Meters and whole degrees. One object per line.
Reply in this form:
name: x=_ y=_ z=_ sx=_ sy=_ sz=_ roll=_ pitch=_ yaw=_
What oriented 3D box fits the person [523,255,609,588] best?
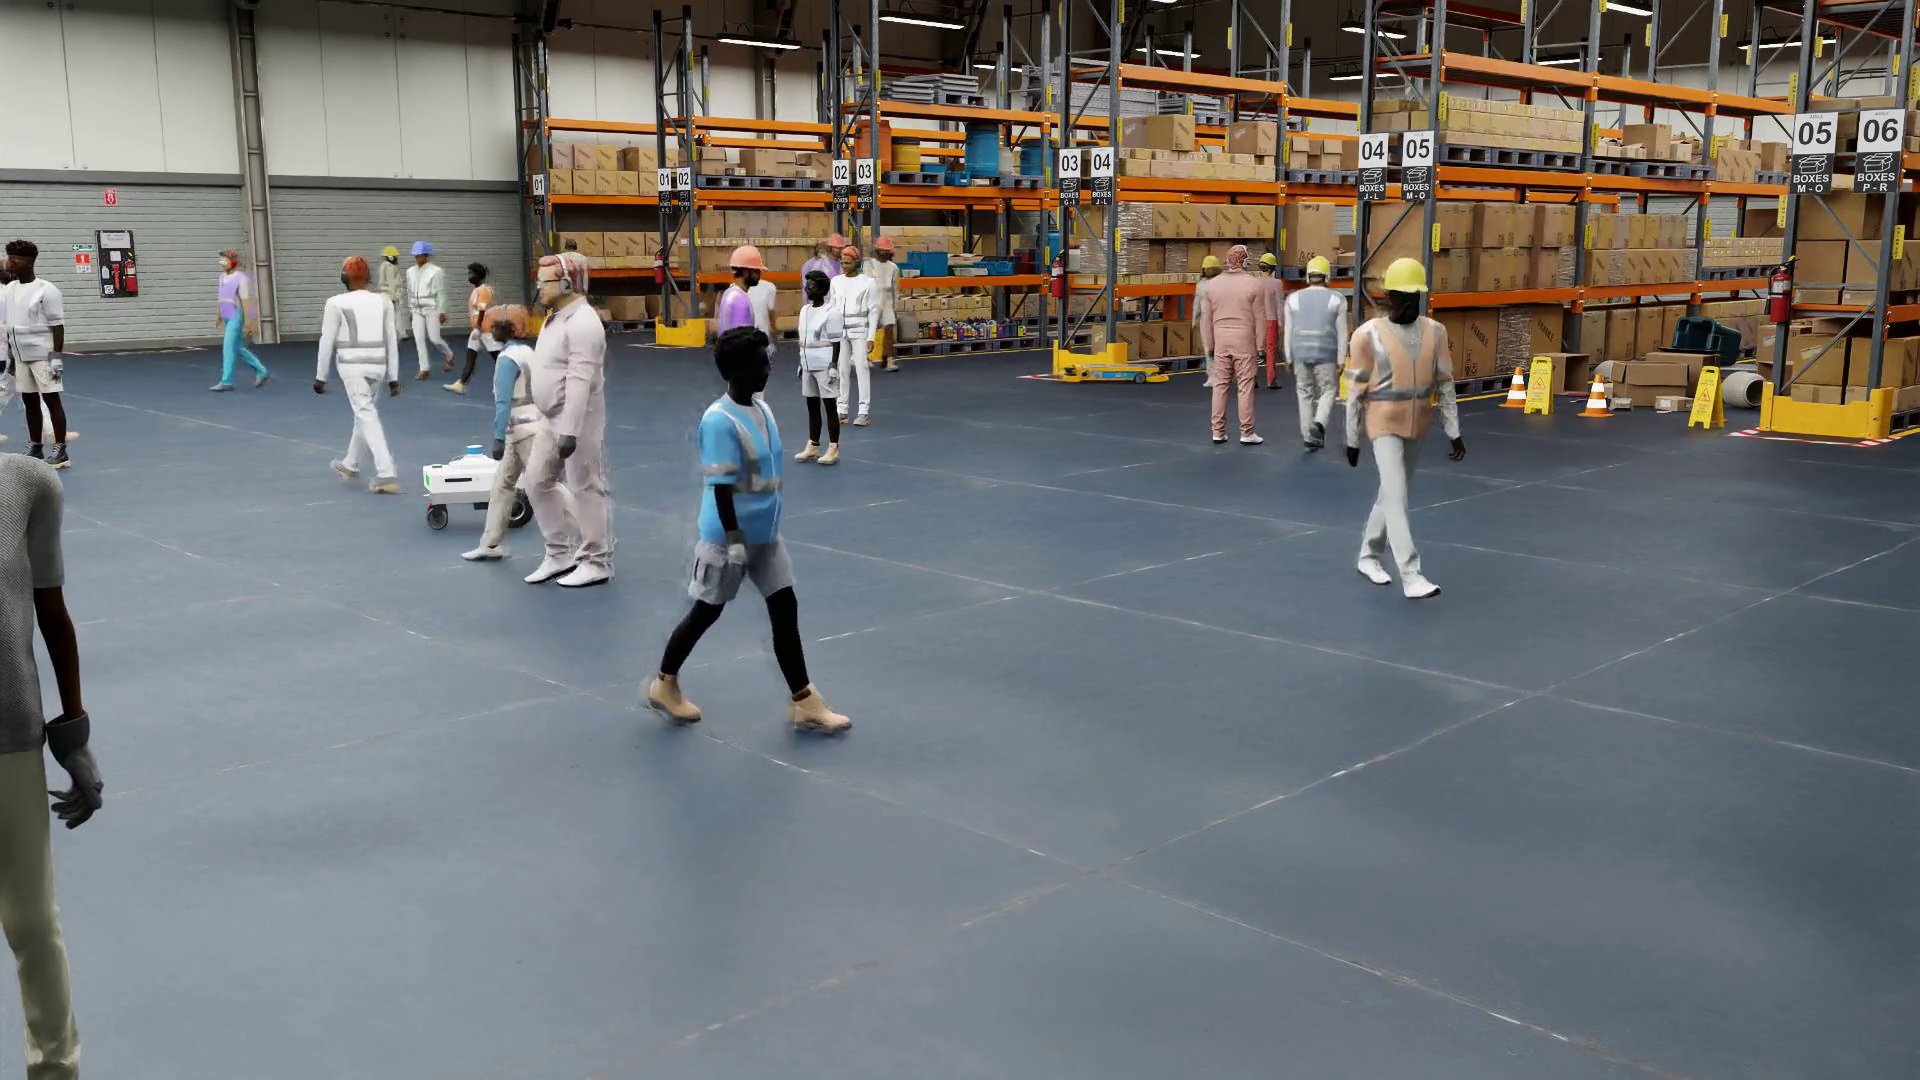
person: x=-2.298 y=-0.661 z=9.446 sx=0.592 sy=1.889 sz=0.661 roll=-7 pitch=12 yaw=-32

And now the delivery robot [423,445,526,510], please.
delivery robot: x=-3.383 y=-0.418 z=11.622 sx=0.707 sy=0.478 sz=0.477 roll=-3 pitch=11 yaw=-17

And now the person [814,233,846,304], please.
person: x=-1.879 y=-3.464 z=24.354 sx=0.630 sy=2.027 sz=0.640 roll=-7 pitch=13 yaw=-34

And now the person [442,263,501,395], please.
person: x=-6.028 y=-2.622 z=20.756 sx=0.861 sy=1.644 sz=0.544 roll=-6 pitch=12 yaw=-32

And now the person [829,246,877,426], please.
person: x=-1.152 y=-2.162 z=17.637 sx=0.572 sy=1.887 sz=0.356 roll=5 pitch=11 yaw=25

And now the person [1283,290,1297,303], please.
person: x=6.693 y=-4.835 z=32.983 sx=0.527 sy=1.612 sz=0.770 roll=10 pitch=14 yaw=42

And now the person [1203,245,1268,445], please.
person: x=2.673 y=-1.882 z=16.059 sx=0.642 sy=1.909 sz=0.410 roll=7 pitch=12 yaw=32

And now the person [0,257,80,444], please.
person: x=-9.142 y=-1.829 z=16.074 sx=0.954 sy=1.799 sz=0.627 roll=-3 pitch=11 yaw=-14

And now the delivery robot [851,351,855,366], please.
delivery robot: x=-1.696 y=-2.644 z=23.763 sx=0.707 sy=0.478 sz=0.477 roll=1 pitch=10 yaw=3

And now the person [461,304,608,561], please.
person: x=-2.628 y=-0.653 z=10.219 sx=0.890 sy=1.594 sz=0.518 roll=-1 pitch=10 yaw=-5

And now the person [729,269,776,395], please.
person: x=-2.143 y=-2.067 z=17.251 sx=0.502 sy=1.846 sz=0.535 roll=0 pitch=10 yaw=2

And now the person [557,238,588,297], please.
person: x=-7.610 y=-4.943 z=32.657 sx=0.635 sy=1.938 sz=0.360 roll=-1 pitch=10 yaw=-6

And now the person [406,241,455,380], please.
person: x=-7.465 y=-3.237 z=23.410 sx=0.602 sy=1.930 sz=0.656 roll=3 pitch=11 yaw=18

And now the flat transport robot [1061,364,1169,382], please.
flat transport robot: x=2.136 y=-2.309 z=22.960 sx=1.431 sy=0.197 sz=0.652 roll=0 pitch=11 yaw=0

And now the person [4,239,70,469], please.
person: x=-7.999 y=-1.603 z=14.371 sx=0.602 sy=1.967 sz=0.370 roll=4 pitch=11 yaw=21

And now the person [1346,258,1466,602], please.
person: x=2.474 y=-0.624 z=9.288 sx=0.589 sy=1.875 sz=0.993 roll=-4 pitch=11 yaw=-20

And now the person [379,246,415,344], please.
person: x=-10.657 y=-4.564 z=30.954 sx=0.797 sy=1.811 sz=0.589 roll=-7 pitch=13 yaw=-35

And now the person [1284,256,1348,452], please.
person: x=3.271 y=-1.704 z=15.332 sx=0.589 sy=1.814 sz=0.497 roll=4 pitch=11 yaw=23

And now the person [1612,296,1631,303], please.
person: x=13.086 y=-4.975 z=32.853 sx=0.543 sy=1.933 sz=0.363 roll=9 pitch=14 yaw=41

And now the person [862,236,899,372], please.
person: x=-1.210 y=-3.523 z=24.783 sx=0.605 sy=2.004 sz=1.033 roll=-5 pitch=12 yaw=-27

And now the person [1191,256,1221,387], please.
person: x=3.276 y=-2.875 z=21.940 sx=0.514 sy=1.723 sz=0.555 roll=9 pitch=14 yaw=40

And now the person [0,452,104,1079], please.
person: x=-2.074 y=0.453 z=3.457 sx=0.519 sy=1.865 sz=0.318 roll=-8 pitch=13 yaw=-38

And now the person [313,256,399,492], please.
person: x=-4.781 y=-1.321 z=13.189 sx=0.983 sy=1.830 sz=0.592 roll=8 pitch=13 yaw=36

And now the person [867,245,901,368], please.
person: x=-1.217 y=-3.542 z=25.141 sx=0.609 sy=1.899 sz=0.775 roll=4 pitch=11 yaw=19

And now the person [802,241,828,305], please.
person: x=-2.270 y=-3.826 z=26.663 sx=0.685 sy=1.907 sz=0.712 roll=-8 pitch=13 yaw=-36

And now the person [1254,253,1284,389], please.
person: x=4.013 y=-2.871 z=21.837 sx=0.525 sy=1.769 sz=0.316 roll=7 pitch=13 yaw=34

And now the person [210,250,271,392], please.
person: x=-9.450 y=-2.875 z=21.713 sx=0.845 sy=1.818 sz=0.588 roll=-10 pitch=14 yaw=-43

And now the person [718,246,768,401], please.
person: x=-1.737 y=-1.382 z=13.298 sx=0.436 sy=1.915 sz=0.577 roll=-2 pitch=11 yaw=-11

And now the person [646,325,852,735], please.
person: x=-0.908 y=-0.042 z=6.724 sx=0.884 sy=1.656 sz=0.538 roll=4 pitch=11 yaw=21

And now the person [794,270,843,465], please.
person: x=-1.245 y=-1.521 z=14.658 sx=0.320 sy=1.698 sz=0.531 roll=-10 pitch=15 yaw=-44
